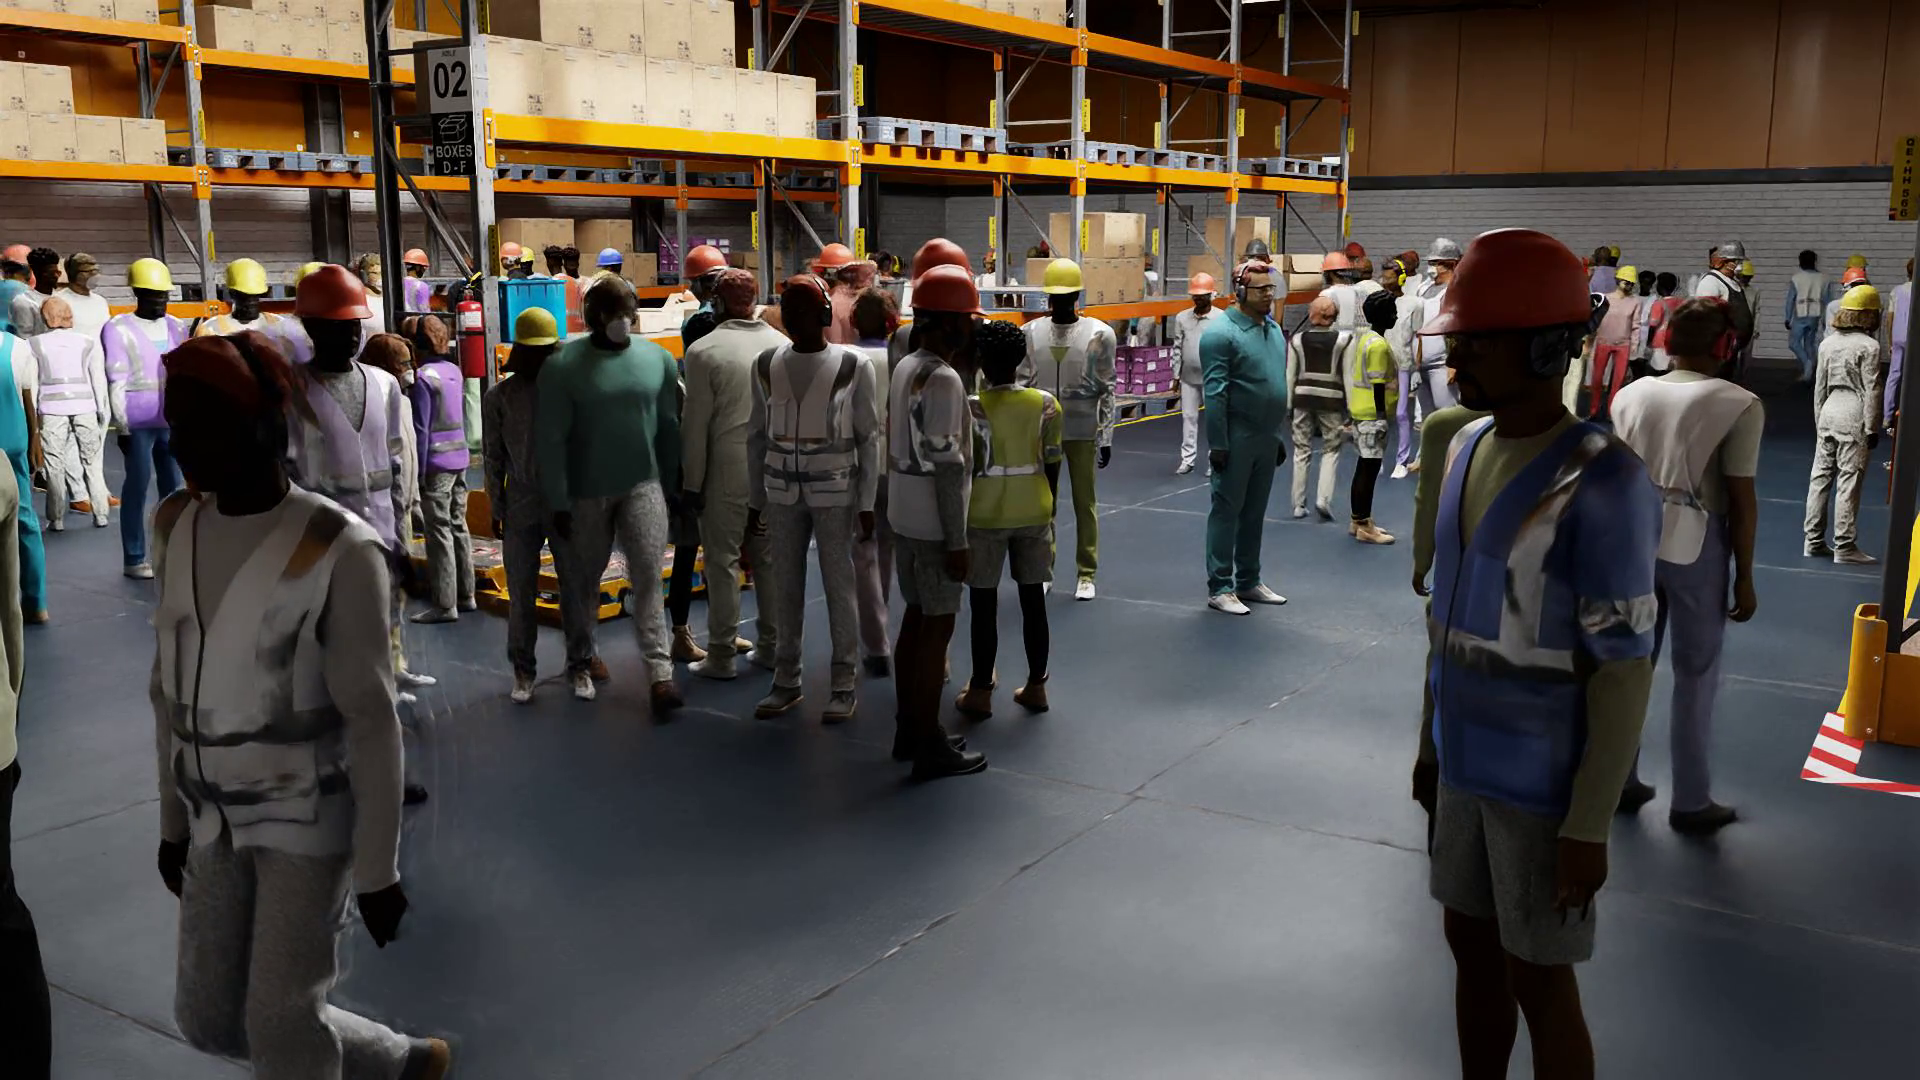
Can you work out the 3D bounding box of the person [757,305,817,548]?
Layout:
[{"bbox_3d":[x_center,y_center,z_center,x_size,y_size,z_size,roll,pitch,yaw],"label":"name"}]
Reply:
[{"bbox_3d":[-1.102,-0.728,10.858,0.610,1.601,0.515,-2,10,-11],"label":"person"}]

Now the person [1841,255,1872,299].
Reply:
[{"bbox_3d":[12.198,-2.970,22.696,0.403,1.825,0.594,4,11,22],"label":"person"}]

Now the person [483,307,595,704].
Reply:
[{"bbox_3d":[-1.819,-0.144,7.271,0.484,1.738,0.320,-2,10,-10],"label":"person"}]

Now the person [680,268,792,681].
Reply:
[{"bbox_3d":[-1.030,-0.302,7.714,0.654,1.899,0.398,-10,14,-44],"label":"person"}]

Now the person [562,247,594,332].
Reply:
[{"bbox_3d":[-4.433,-2.386,19.125,0.600,1.949,0.413,1,10,6],"label":"person"}]

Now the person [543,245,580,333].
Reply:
[{"bbox_3d":[-4.522,-2.341,18.812,0.362,1.962,0.613,3,11,19],"label":"person"}]

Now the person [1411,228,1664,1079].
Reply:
[{"bbox_3d":[1.043,0.433,3.228,0.392,2.041,0.615,-2,11,-13],"label":"person"}]

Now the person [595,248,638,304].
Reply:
[{"bbox_3d":[-3.525,-2.012,17.070,0.413,1.939,0.604,4,11,20],"label":"person"}]

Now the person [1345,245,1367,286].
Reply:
[{"bbox_3d":[6.454,-3.841,27.200,0.551,1.934,0.373,-10,14,-43],"label":"person"}]

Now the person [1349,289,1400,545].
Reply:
[{"bbox_3d":[2.784,-0.825,11.152,0.315,1.696,0.541,1,10,5],"label":"person"}]

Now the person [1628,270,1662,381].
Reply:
[{"bbox_3d":[8.396,-2.494,20.492,0.546,1.668,0.807,8,13,39],"label":"person"}]

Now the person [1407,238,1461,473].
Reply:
[{"bbox_3d":[4.055,-1.546,14.198,0.538,2.000,0.681,-2,10,-12],"label":"person"}]

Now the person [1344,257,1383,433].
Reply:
[{"bbox_3d":[4.192,-2.039,17.486,0.429,1.840,0.636,9,14,42],"label":"person"}]

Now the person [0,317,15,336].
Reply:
[{"bbox_3d":[-7.704,-1.194,13.106,0.355,1.741,0.575,4,11,21],"label":"person"}]

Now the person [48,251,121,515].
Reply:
[{"bbox_3d":[-6.483,-1.161,12.348,0.368,1.938,0.630,1,10,4],"label":"person"}]

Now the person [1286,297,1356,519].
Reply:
[{"bbox_3d":[2.600,-0.950,12.063,0.533,1.612,0.438,5,11,27],"label":"person"}]

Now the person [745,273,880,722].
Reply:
[{"bbox_3d":[-0.629,-0.170,7.007,0.587,1.882,0.342,3,11,17],"label":"person"}]

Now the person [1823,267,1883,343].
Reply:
[{"bbox_3d":[8.965,-1.869,16.785,0.573,1.748,0.337,0,10,0],"label":"person"}]

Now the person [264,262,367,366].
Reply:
[{"bbox_3d":[-3.755,-0.677,9.766,0.601,1.894,0.594,-5,11,-25],"label":"person"}]

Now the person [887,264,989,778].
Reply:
[{"bbox_3d":[-0.079,-0.070,6.322,0.385,1.930,0.545,-3,11,-18],"label":"person"}]

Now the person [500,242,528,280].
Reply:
[{"bbox_3d":[-5.263,-2.516,19.695,0.375,1.997,0.611,-1,10,-4],"label":"person"}]

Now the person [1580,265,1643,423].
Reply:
[{"bbox_3d":[7.163,-2.129,18.238,0.579,1.746,0.443,0,10,2],"label":"person"}]

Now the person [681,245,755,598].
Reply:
[{"bbox_3d":[-1.390,-0.662,9.433,0.391,1.990,0.621,5,11,26],"label":"person"}]

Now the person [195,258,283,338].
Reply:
[{"bbox_3d":[-4.179,-0.702,9.875,0.592,1.917,0.402,-10,14,-44],"label":"person"}]

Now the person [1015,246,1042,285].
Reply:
[{"bbox_3d":[1.024,-3.235,23.836,0.352,1.937,0.635,-6,12,-31],"label":"person"}]

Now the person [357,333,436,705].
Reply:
[{"bbox_3d":[-2.503,-0.092,7.311,0.288,1.625,0.493,0,10,0],"label":"person"}]

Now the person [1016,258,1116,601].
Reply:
[{"bbox_3d":[0.583,-0.614,9.371,0.585,1.921,0.396,3,11,18],"label":"person"}]

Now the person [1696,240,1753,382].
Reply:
[{"bbox_3d":[7.678,-2.002,16.725,0.682,2.000,0.535,-10,14,-44],"label":"person"}]

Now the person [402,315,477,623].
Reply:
[{"bbox_3d":[-2.768,-0.375,8.848,0.315,1.632,0.531,1,10,6],"label":"person"}]

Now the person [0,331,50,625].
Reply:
[{"bbox_3d":[-5.007,-0.432,8.585,0.340,1.839,0.503,5,12,28],"label":"person"}]

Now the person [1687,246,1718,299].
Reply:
[{"bbox_3d":[9.471,-2.730,21.033,0.625,1.946,0.433,-2,10,-13],"label":"person"}]
